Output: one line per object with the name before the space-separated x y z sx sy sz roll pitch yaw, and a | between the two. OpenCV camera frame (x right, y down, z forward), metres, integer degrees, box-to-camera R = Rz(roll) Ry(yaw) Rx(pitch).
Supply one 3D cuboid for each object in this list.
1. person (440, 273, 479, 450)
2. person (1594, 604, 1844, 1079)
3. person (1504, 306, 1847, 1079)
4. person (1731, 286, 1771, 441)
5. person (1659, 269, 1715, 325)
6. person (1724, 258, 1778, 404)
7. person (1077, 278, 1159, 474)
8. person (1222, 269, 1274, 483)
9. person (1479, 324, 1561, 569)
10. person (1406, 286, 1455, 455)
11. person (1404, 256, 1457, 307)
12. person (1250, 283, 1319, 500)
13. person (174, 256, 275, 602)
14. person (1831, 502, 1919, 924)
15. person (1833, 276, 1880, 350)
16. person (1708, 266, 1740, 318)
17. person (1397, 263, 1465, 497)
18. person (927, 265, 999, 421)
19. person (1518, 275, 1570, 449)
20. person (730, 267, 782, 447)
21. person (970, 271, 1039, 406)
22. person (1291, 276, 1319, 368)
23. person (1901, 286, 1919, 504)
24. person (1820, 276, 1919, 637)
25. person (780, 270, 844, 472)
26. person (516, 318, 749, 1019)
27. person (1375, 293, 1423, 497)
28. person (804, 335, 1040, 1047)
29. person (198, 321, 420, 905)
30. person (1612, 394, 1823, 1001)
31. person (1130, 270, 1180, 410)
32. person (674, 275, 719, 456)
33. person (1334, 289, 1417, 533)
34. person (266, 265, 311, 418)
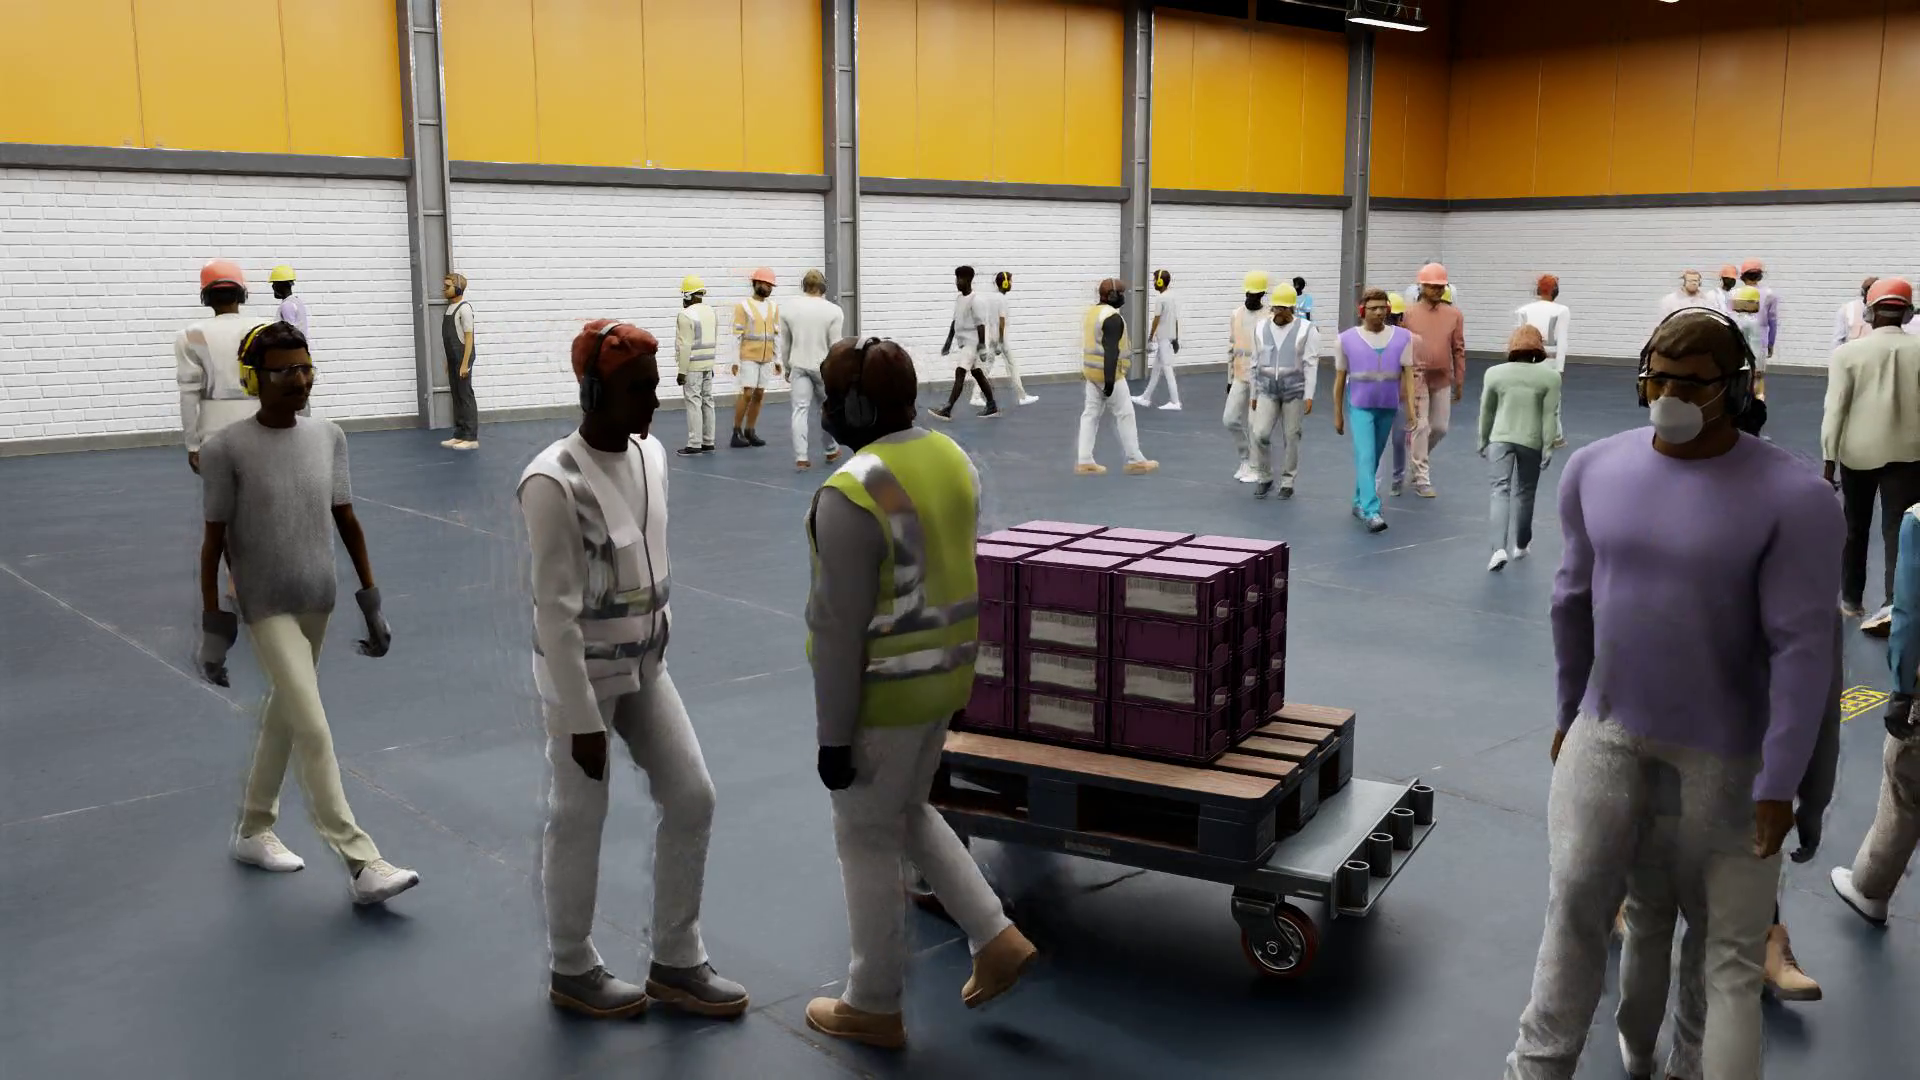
person | -5.264 -1.867 17.441 0.345 1.847 0.508 -8 12 -38
person | 1.673 0.607 3.738 0.526 1.587 0.867 4 11 23
person | 1.491 0.464 3.603 0.864 1.904 0.645 -9 13 -43
person | 8.451 -1.901 18.058 0.889 1.702 0.498 -1 10 -6
person | 9.002 -2.429 20.664 0.658 1.873 0.924 2 10 10
person | 9.552 -2.396 20.095 0.617 2.012 0.911 2 10 14
person | 1.467 -1.506 15.408 0.855 1.808 0.645 -3 10 -17
person | 2.590 -1.453 14.847 0.417 1.899 0.625 -9 13 -41
person | 3.631 -0.614 10.861 0.510 1.588 0.876 4 11 23
person | 4.792 -1.723 16.950 0.566 1.733 0.549 -6 11 -31
person | 6.229 -2.750 22.040 0.686 2.000 0.539 2 10 10
person | 2.655 -1.212 13.737 0.595 1.798 0.489 4 11 25
person | -4.147 -0.613 9.580 0.626 2.025 0.632 -5 11 -29
person | 2.873 0.418 4.767 0.542 1.602 0.812 1 10 4
person | 9.552 -1.866 17.521 0.650 1.822 0.714 6 11 32
person | 11.152 -3.053 24.296 0.550 1.887 1.010 -1 10 -6
person | 3.971 -1.373 14.193 0.622 1.973 0.773 -1 10 -5
person | 0.072 -2.436 20.598 1.023 1.911 0.623 -4 10 -20
person | 6.024 -1.826 17.253 0.979 1.835 0.595 -9 13 -43
person | -2.157 -1.935 17.680 0.433 1.904 0.588 10 14 44
person | 0.561 -2.715 22.504 0.995 1.818 0.516 -5 11 -27
person | 5.897 -3.702 28.661 0.676 1.677 0.533 -8 12 -38
person | 7.305 -1.075 12.635 0.646 1.905 0.609 -6 11 -30
person | 4.996 -0.458 8.993 0.623 1.934 1.012 4 10 21
person | -1.396 -1.621 15.874 0.650 1.885 1.009 2 10 9
person | -0.832 0.371 4.275 0.707 1.859 0.623 4 11 23
person | 3.556 -1.176 13.741 0.524 1.730 0.885 3 10 20
person | -0.144 0.401 4.203 0.505 1.829 0.637 5 11 28
person | -2.065 0.227 5.253 0.949 1.816 0.549 6 11 30
person | 2.061 0.421 4.567 0.544 1.666 0.806 -1 10 -5
person | 2.584 -2.643 22.035 0.850 1.832 0.562 6 11 30
person | -2.689 -1.764 16.873 0.404 1.832 0.600 4 11 24
person | 3.084 -0.974 12.418 0.568 1.790 1.026 -1 10 -5
person | -7.057 -1.921 17.522 0.381 1.924 0.593 -3 10 -14
